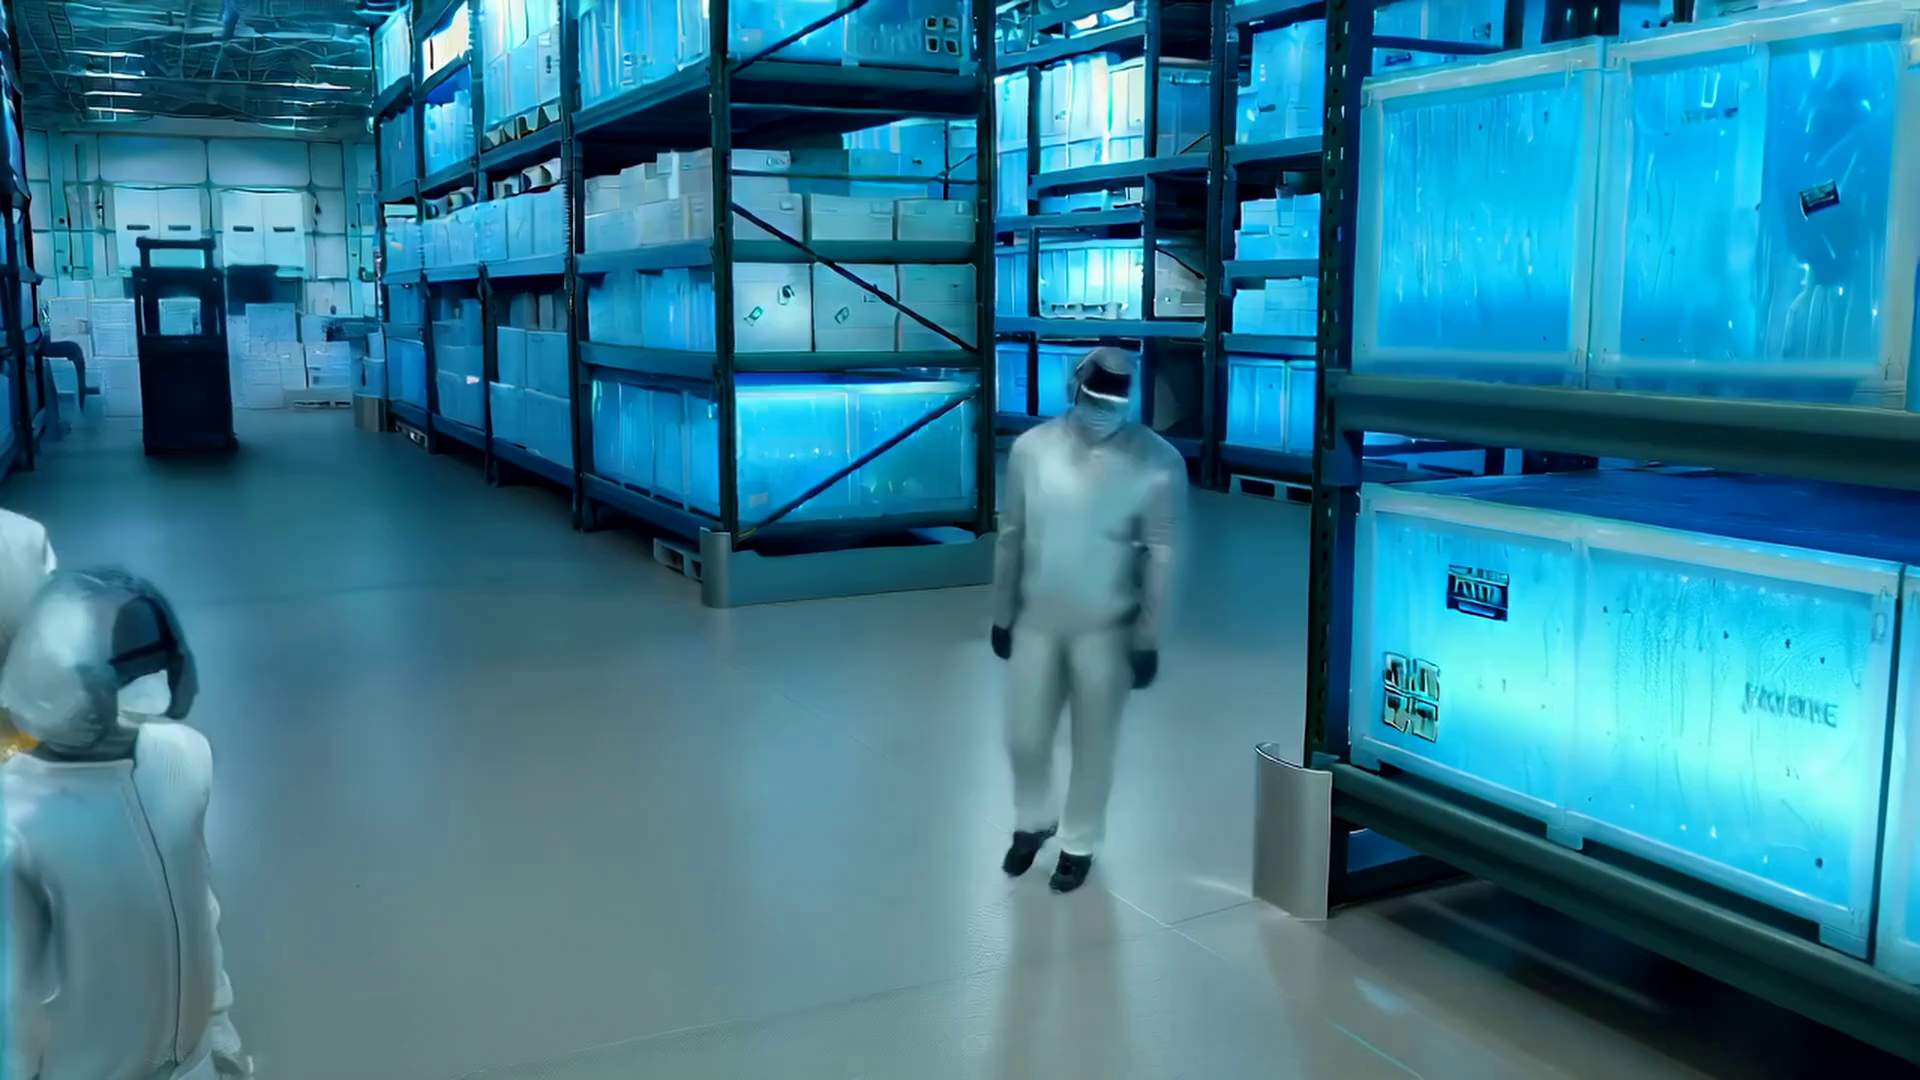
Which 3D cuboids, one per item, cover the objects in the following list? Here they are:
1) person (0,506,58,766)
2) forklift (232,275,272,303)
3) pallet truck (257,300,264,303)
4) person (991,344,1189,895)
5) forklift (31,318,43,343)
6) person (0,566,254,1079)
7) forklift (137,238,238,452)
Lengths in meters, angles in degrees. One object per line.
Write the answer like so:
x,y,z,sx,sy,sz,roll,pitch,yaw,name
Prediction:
-2.212,0.596,3.652,0.817,1.805,0.652,7,11,38,person
-17.112,-5.252,40.304,1.129,2.768,1.873,-4,9,-26,forklift
-23.913,-7.404,58.171,1.885,1.965,0.823,-1,8,-9,pallet truck
0.412,0.281,5.615,0.689,1.874,0.413,3,9,22,person
-30.587,-7.279,54.283,1.129,2.768,1.873,-4,9,-26,forklift
-1.271,0.845,2.536,0.276,1.633,0.507,2,8,11,person
-10.493,-2.661,22.441,1.129,2.768,1.873,-4,9,-26,forklift
